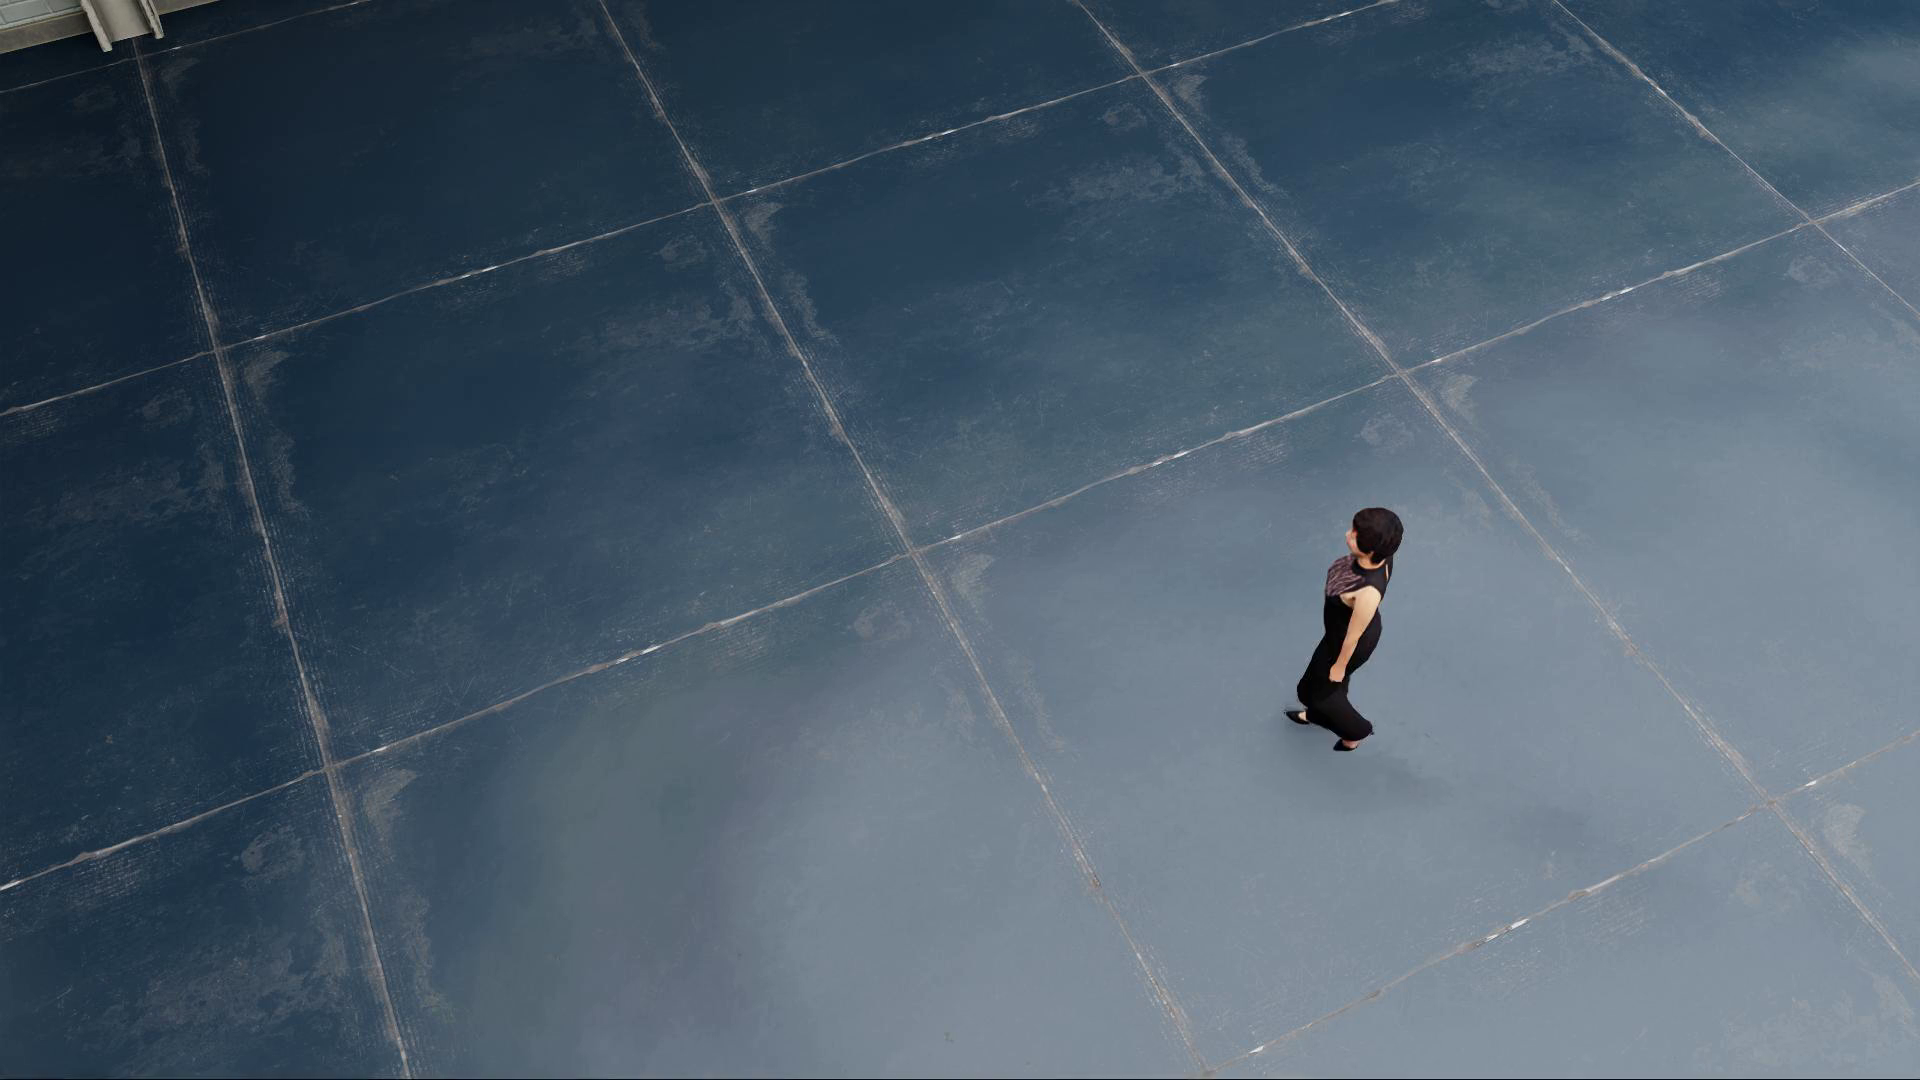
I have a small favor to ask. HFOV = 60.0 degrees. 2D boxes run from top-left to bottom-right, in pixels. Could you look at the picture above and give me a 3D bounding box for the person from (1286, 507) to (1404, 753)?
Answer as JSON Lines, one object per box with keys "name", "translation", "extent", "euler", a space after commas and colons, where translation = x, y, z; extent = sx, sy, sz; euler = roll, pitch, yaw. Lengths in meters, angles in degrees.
{"name": "person", "translation": [1.766, 0.437, 7.270], "extent": [0.798, 1.594, 0.741], "euler": [14, 54, 11]}
